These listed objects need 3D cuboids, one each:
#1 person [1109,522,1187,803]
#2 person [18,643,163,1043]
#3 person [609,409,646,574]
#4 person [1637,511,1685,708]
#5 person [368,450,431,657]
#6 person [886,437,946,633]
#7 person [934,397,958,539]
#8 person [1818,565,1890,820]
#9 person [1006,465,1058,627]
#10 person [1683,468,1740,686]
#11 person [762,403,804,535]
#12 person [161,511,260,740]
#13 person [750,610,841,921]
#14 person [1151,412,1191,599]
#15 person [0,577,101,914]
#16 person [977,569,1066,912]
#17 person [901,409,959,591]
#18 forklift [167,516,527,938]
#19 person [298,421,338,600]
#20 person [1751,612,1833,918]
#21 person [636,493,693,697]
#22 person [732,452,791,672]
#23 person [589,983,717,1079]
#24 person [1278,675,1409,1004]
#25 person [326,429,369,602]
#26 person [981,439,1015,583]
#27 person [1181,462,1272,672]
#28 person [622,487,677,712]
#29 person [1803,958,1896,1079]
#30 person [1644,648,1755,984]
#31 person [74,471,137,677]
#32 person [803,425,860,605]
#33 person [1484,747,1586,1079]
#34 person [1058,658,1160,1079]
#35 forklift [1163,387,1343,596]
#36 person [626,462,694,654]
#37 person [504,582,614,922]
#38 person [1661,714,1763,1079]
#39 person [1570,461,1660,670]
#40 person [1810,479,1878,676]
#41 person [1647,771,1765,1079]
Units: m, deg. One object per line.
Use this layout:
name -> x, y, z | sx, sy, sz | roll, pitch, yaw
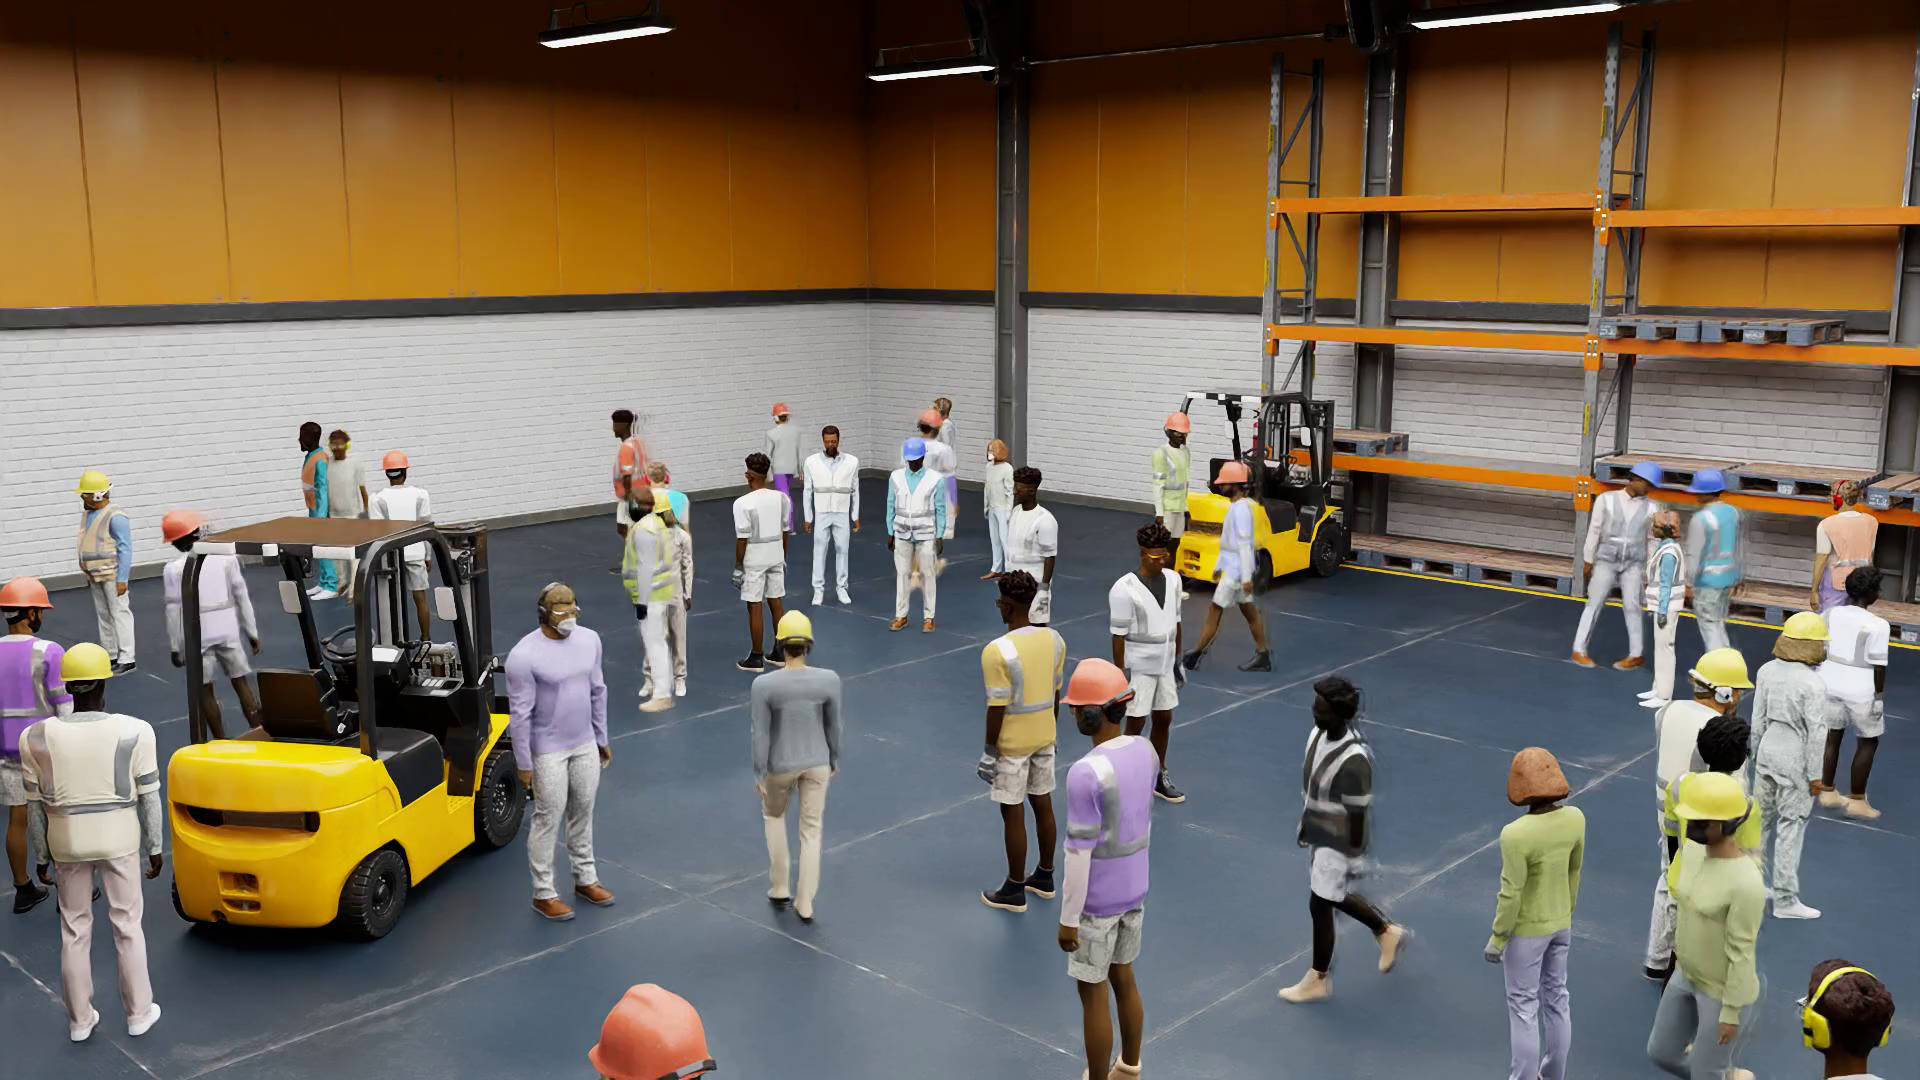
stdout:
person -> 1.273, 0.840, 11.213 | 0.621, 1.952, 0.384 | -7, 12, -36
person -> -4.110, 1.437, 7.930 | 0.582, 1.919, 0.396 | -3, 11, -19
person -> -3.743, -0.539, 19.099 | 0.581, 1.949, 0.604 | 0, 10, -1
person -> 5.782, 0.570, 13.671 | 0.313, 1.637, 0.515 | 4, 11, 21
person -> -5.119, 0.141, 15.247 | 0.545, 1.933, 0.376 | -6, 11, -29
person -> -0.437, -0.053, 16.338 | 0.602, 1.938, 0.400 | 3, 10, 15
person -> -0.201, -0.932, 21.603 | 0.345, 1.847, 0.506 | 1, 10, 6
person -> 5.911, 0.999, 11.060 | 0.321, 1.693, 0.578 | -4, 11, -20
person -> 0.574, 0.348, 13.973 | 0.368, 1.967, 0.600 | -6, 11, -30
person -> 6.408, 0.332, 14.227 | 0.647, 1.913, 0.430 | -8, 13, -39
person -> -2.426, -0.956, 22.070 | 0.590, 1.720, 0.791 | -9, 14, -43
person -> -5.443, 0.701, 12.192 | 0.441, 1.889, 0.713 | 10, 14, 44
person -> -0.934, 1.253, 9.431 | 0.541, 1.741, 0.598 | -3, 10, -17
person -> 2.283, -0.348, 17.728 | 0.395, 2.040, 0.609 | 8, 13, 39
person -> -5.244, 1.165, 9.433 | 0.542, 1.928, 0.374 | 0, 10, 3
person -> 0.343, 1.136, 9.484 | 0.608, 1.965, 0.370 | -10, 14, -44
person -> -0.334, -0.465, 18.555 | 0.627, 1.979, 1.072 | 5, 11, 27
forklift -> -3.583, 0.976, 9.748 | 1.214, 2.155, 2.313 | 2, 10, 11
person -> -6.898, -0.321, 17.920 | 0.390, 1.920, 0.587 | -6, 11, -30
person -> 4.701, 1.260, 9.424 | 0.322, 1.741, 0.489 | -3, 10, -16
person -> -2.494, 0.461, 13.968 | 0.493, 1.742, 0.322 | 0, 10, 1
person -> -1.781, 0.194, 14.850 | 0.368, 1.966, 0.602 | 9, 14, 43
person -> -0.719, 2.055, 4.035 | 0.375, 2.044, 0.607 | 8, 12, 37
person -> 1.954, 1.481, 8.335 | 0.676, 1.675, 0.538 | -1, 10, -8
person -> -6.571, -0.254, 17.776 | 0.561, 1.871, 0.387 | 0, 10, -1
person -> 0.438, -0.329, 18.806 | 0.278, 1.627, 0.505 | -7, 12, -33
person -> 2.337, 0.250, 14.739 | 0.980, 1.886, 0.552 | 2, 10, 9
person -> -2.565, 0.473, 13.740 | 0.435, 1.809, 0.686 | 0, 10, -2
person -> 2.366, 2.057, 4.558 | 0.512, 1.861, 0.324 | -2, 10, -11
person -> 3.687, 1.425, 8.280 | 0.403, 1.817, 0.601 | -2, 10, -12
person -> -7.544, 0.292, 14.683 | 0.591, 1.829, 0.404 | 7, 12, 34
person -> -1.359, -0.268, 17.620 | 0.597, 1.916, 0.370 | -2, 10, -10
person -> 2.494, 1.697, 7.242 | 0.498, 1.633, 0.278 | -6, 12, -32
person -> 0.606, 1.510, 7.186 | 0.411, 2.032, 0.611 | 7, 12, 36
forklift -> 3.298, -0.608, 18.767 | 1.214, 2.155, 2.313 | 9, 13, 42
person -> -2.774, 0.183, 15.383 | 0.629, 1.800, 0.511 | -2, 10, -10
person -> -2.253, 1.176, 9.381 | 0.364, 1.931, 0.633 | 7, 12, 36
person -> 3.399, 1.616, 7.517 | 0.319, 1.699, 0.533 | -4, 11, -20
person -> 5.912, 0.224, 14.907 | 0.651, 1.888, 0.431 | 2, 10, 11
person -> 7.417, 0.412, 13.990 | 0.560, 1.836, 0.394 | -2, 10, -14
person -> 2.989, 1.756, 6.585 | 0.441, 1.750, 0.529 | -1, 10, -7
